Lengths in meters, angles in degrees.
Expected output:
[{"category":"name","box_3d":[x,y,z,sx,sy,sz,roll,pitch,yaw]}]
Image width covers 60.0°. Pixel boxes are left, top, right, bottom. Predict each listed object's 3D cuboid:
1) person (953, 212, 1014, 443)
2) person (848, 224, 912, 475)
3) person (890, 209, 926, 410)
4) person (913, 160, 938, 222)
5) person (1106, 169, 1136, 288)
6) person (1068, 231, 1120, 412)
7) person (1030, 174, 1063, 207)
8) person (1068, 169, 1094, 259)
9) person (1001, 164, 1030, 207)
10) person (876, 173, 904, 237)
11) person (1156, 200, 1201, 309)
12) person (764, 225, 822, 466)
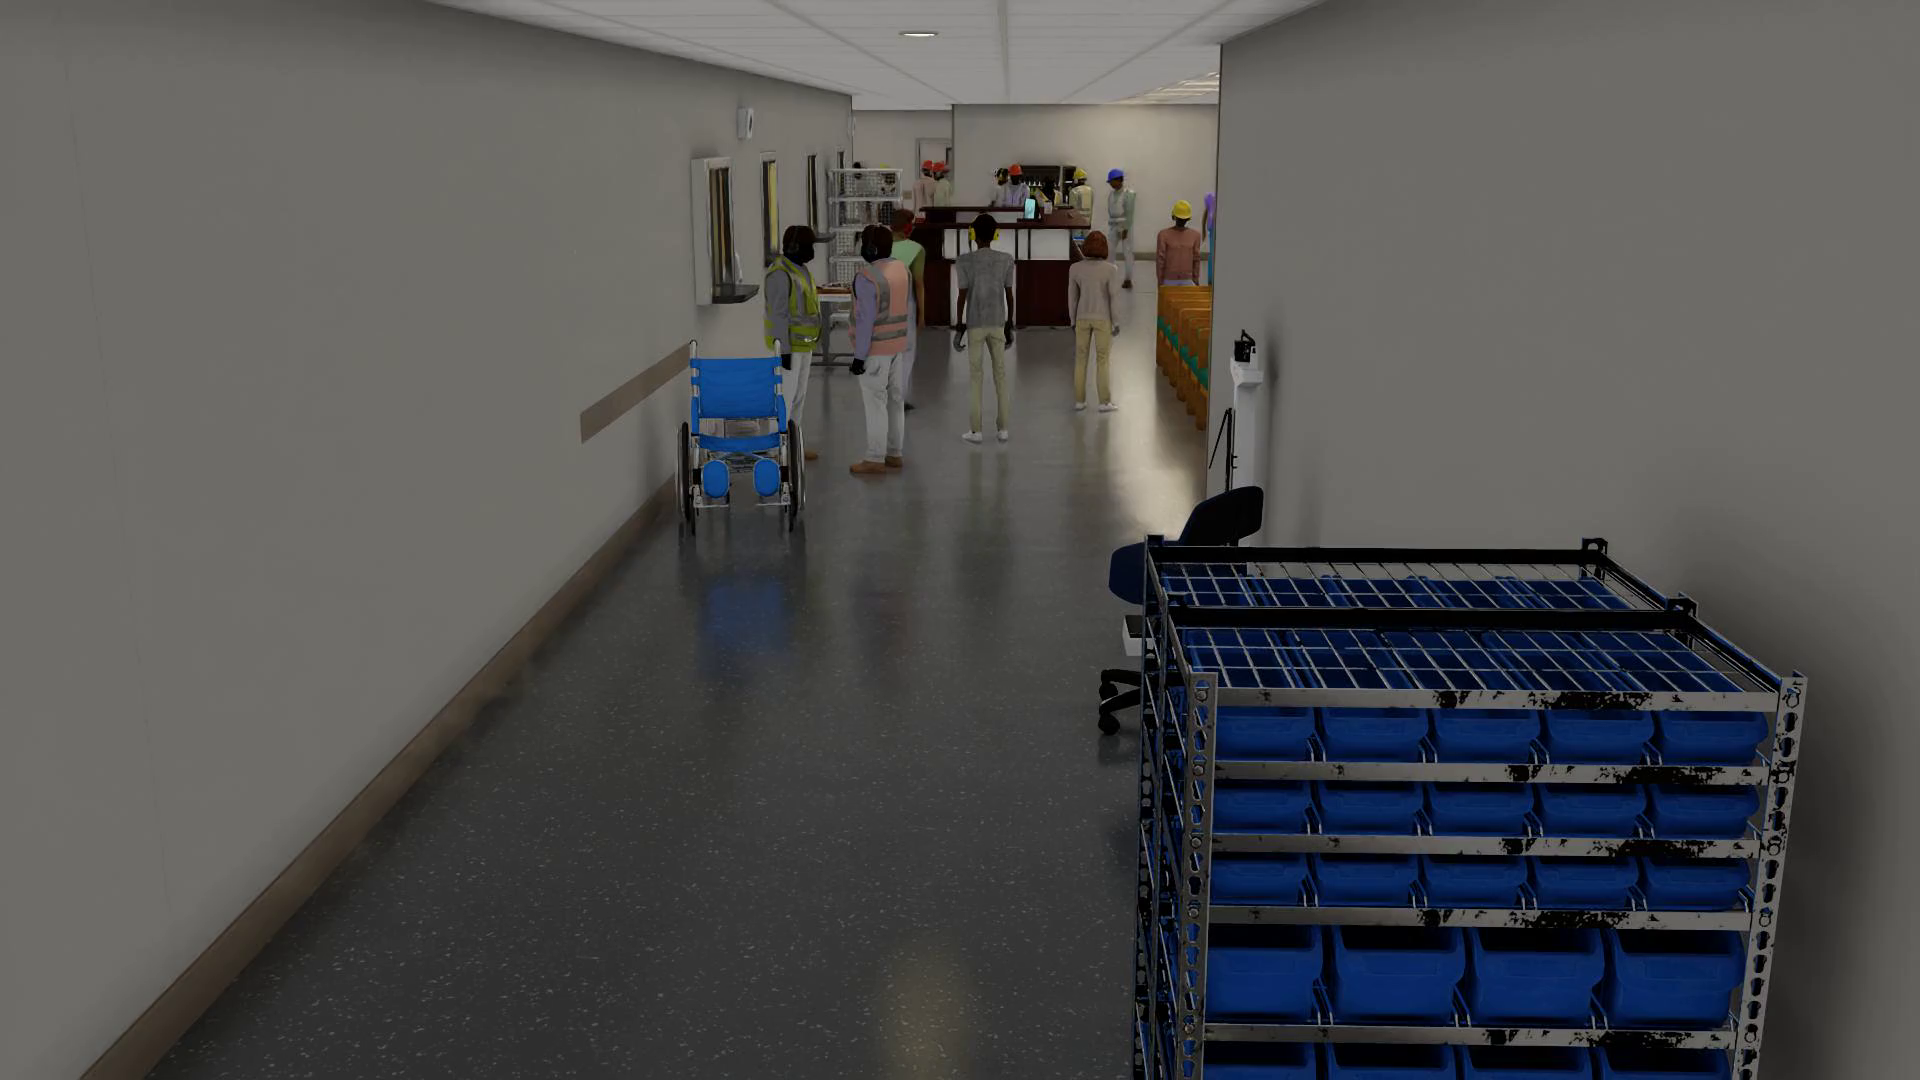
[{"category":"person","box_3d":[0.192,-1.724,13.578,0.521,1.873,0.335,-3,14,-14]},{"category":"person","box_3d":[-0.614,-1.411,12.367,0.429,1.845,0.627,7,16,27]},{"category":"person","box_3d":[-0.584,-2.090,15.189,0.574,1.814,0.506,9,16,31]},{"category":"person","box_3d":[-0.590,-5.930,30.419,0.609,1.986,0.410,8,16,31]},{"category":"person","box_3d":[2.525,-5.014,26.876,0.594,1.893,0.796,12,19,41]},{"category":"person","box_3d":[1.220,-1.977,15.092,0.498,1.634,0.281,7,16,27]},{"category":"person","box_3d":[1.413,-4.983,26.887,0.630,1.835,0.429,-7,16,-27]},{"category":"person","box_3d":[2.155,-5.773,30.084,0.600,1.831,0.404,-13,19,-42]},{"category":"person","box_3d":[0.981,-5.747,29.795,0.546,1.931,0.378,6,15,22]},{"category":"person","box_3d":[-1.238,-5.588,29.333,0.503,1.837,0.342,3,14,10]},{"category":"person","box_3d":[2.453,-2.919,18.666,0.526,1.758,0.341,-3,14,-12]},{"category":"person","box_3d":[-1.261,-1.471,12.658,0.430,1.829,0.628,4,14,15]}]
